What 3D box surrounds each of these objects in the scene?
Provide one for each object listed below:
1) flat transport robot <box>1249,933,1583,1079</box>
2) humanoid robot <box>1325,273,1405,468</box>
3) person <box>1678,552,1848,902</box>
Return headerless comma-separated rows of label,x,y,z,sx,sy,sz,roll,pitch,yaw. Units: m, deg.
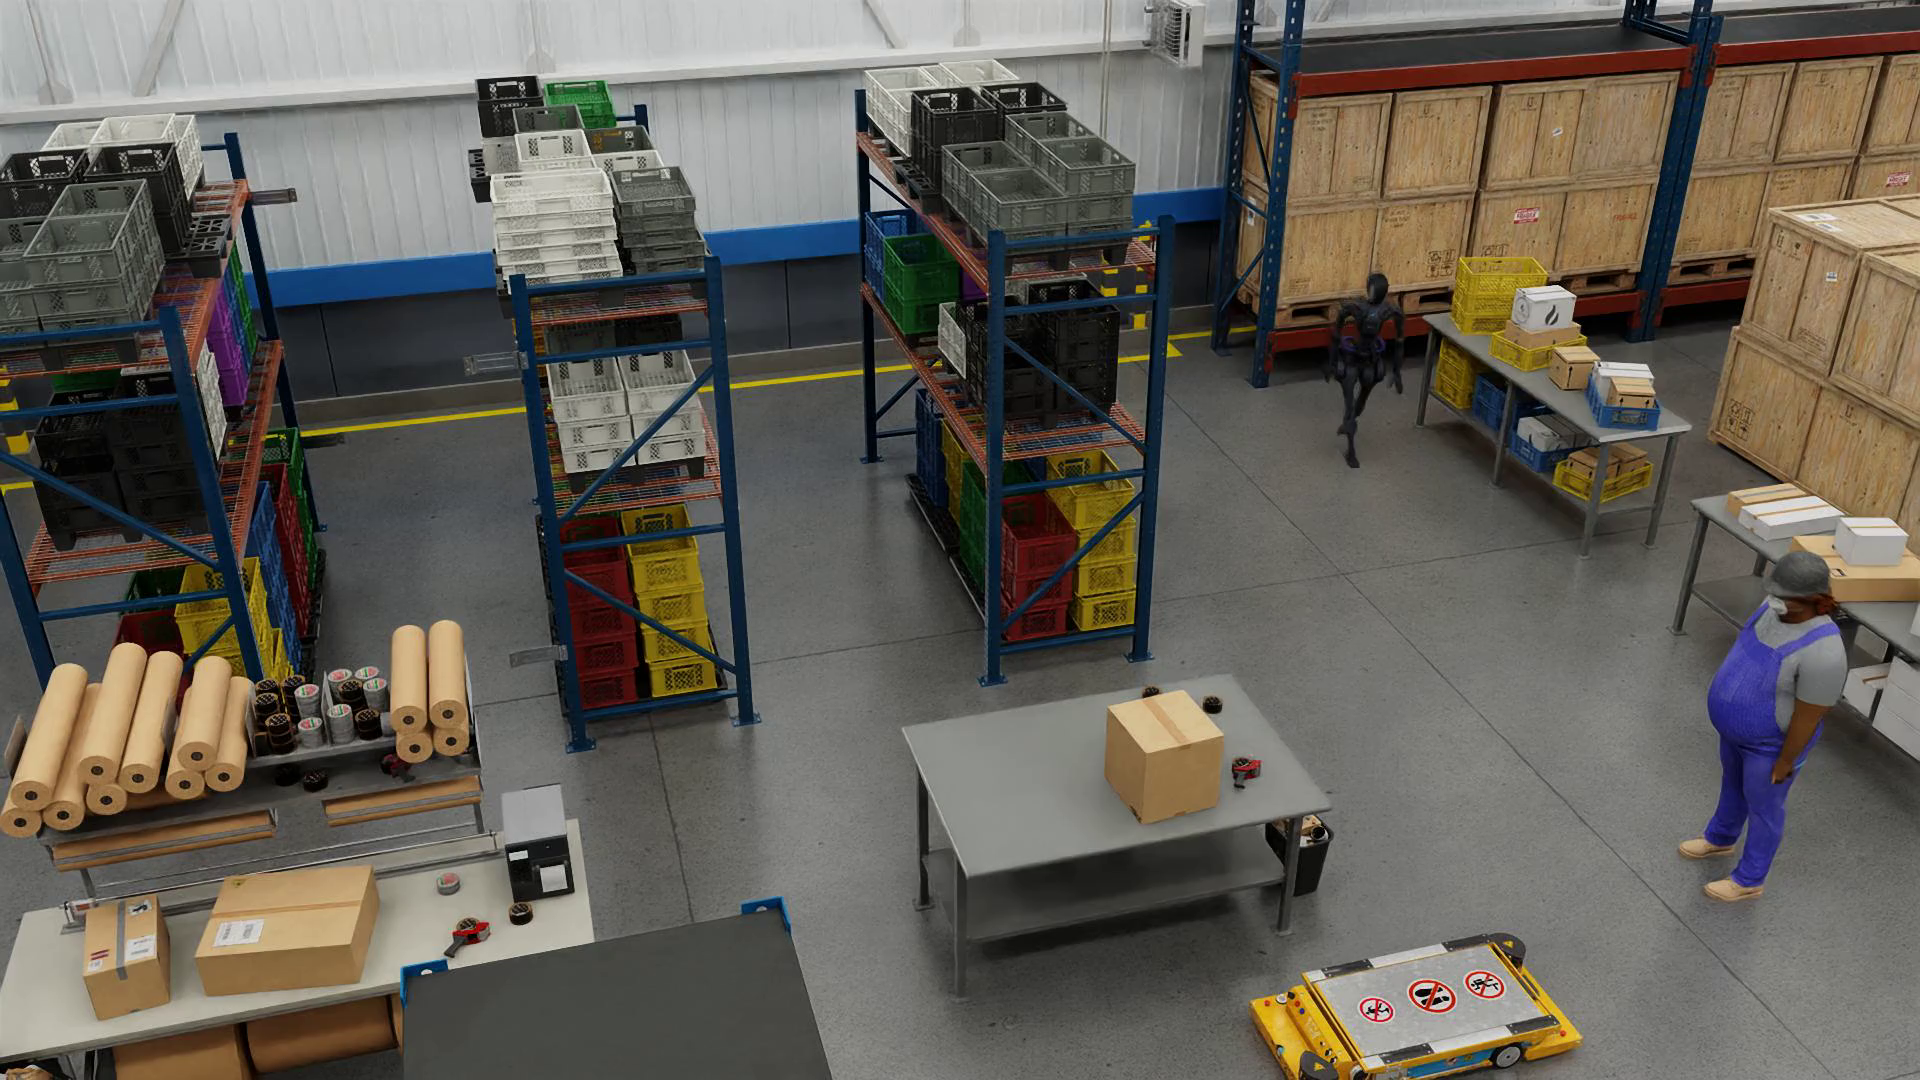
flat transport robot,2.184,2.282,7.980,1.431,0.197,0.652,-8,30,-14
humanoid robot,3.274,-1.460,13.435,0.587,1.614,0.782,0,29,0
person,4.140,0.939,8.615,0.535,2.000,0.678,-1,29,-1
